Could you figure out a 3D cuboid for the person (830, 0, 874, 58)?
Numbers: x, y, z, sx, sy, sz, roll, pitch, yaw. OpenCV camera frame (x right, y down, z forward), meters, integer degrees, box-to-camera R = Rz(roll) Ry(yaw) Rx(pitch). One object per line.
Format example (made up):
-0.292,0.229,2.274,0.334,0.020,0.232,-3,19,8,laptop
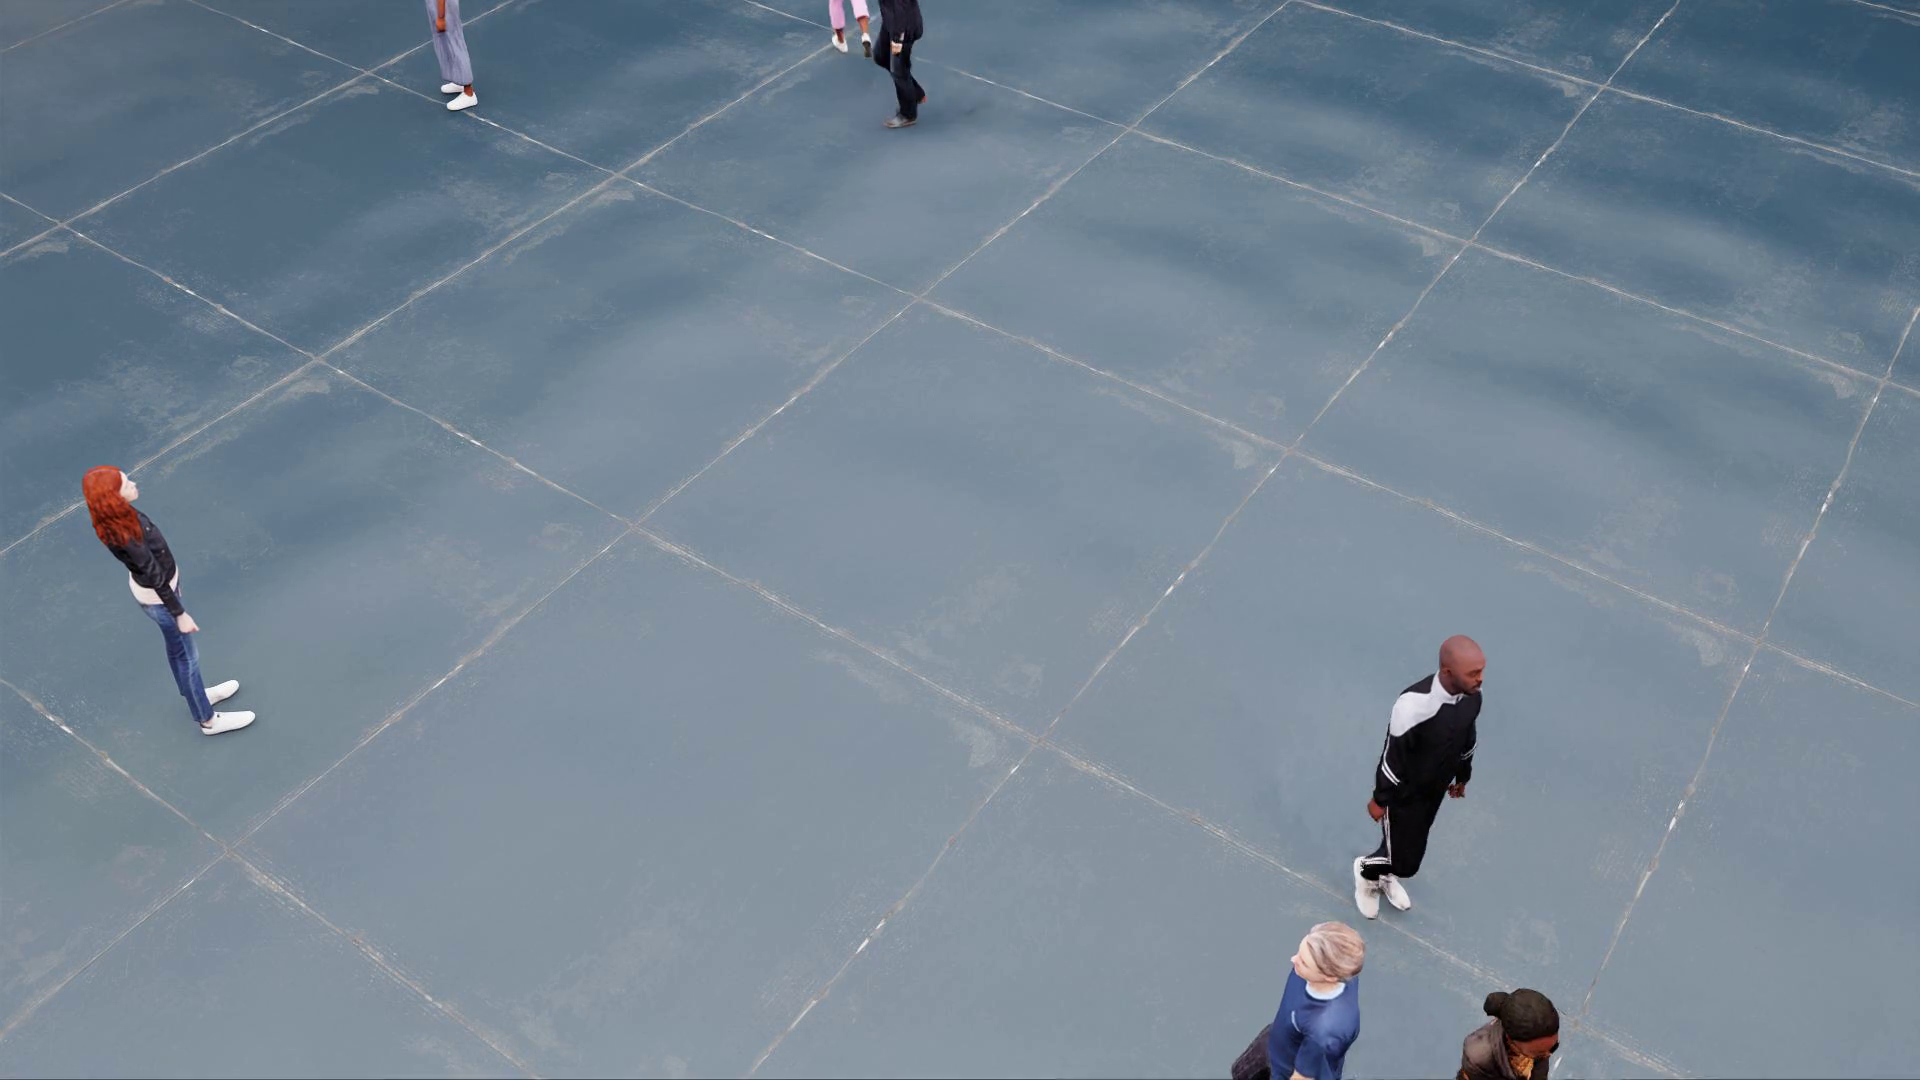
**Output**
-0.962,-4.918,14.218,0.892,1.728,1.032,-15,45,-16,person

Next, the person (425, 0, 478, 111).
-4.259,-4.404,13.690,0.718,1.696,0.632,-14,45,-14,person

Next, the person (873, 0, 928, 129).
-0.396,-4.187,13.379,0.890,1.804,0.832,-6,43,-6,person

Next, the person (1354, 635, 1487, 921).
2.075,1.050,7.763,0.783,1.815,0.780,-22,47,-21,person

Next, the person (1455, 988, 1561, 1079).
2.158,2.335,6.504,0.833,1.654,0.966,28,50,27,person

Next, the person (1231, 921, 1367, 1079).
1.432,2.086,6.619,0.787,1.862,0.782,6,43,6,person

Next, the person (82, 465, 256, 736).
-4.111,0.308,8.578,0.710,1.787,0.592,-25,48,-24,person
